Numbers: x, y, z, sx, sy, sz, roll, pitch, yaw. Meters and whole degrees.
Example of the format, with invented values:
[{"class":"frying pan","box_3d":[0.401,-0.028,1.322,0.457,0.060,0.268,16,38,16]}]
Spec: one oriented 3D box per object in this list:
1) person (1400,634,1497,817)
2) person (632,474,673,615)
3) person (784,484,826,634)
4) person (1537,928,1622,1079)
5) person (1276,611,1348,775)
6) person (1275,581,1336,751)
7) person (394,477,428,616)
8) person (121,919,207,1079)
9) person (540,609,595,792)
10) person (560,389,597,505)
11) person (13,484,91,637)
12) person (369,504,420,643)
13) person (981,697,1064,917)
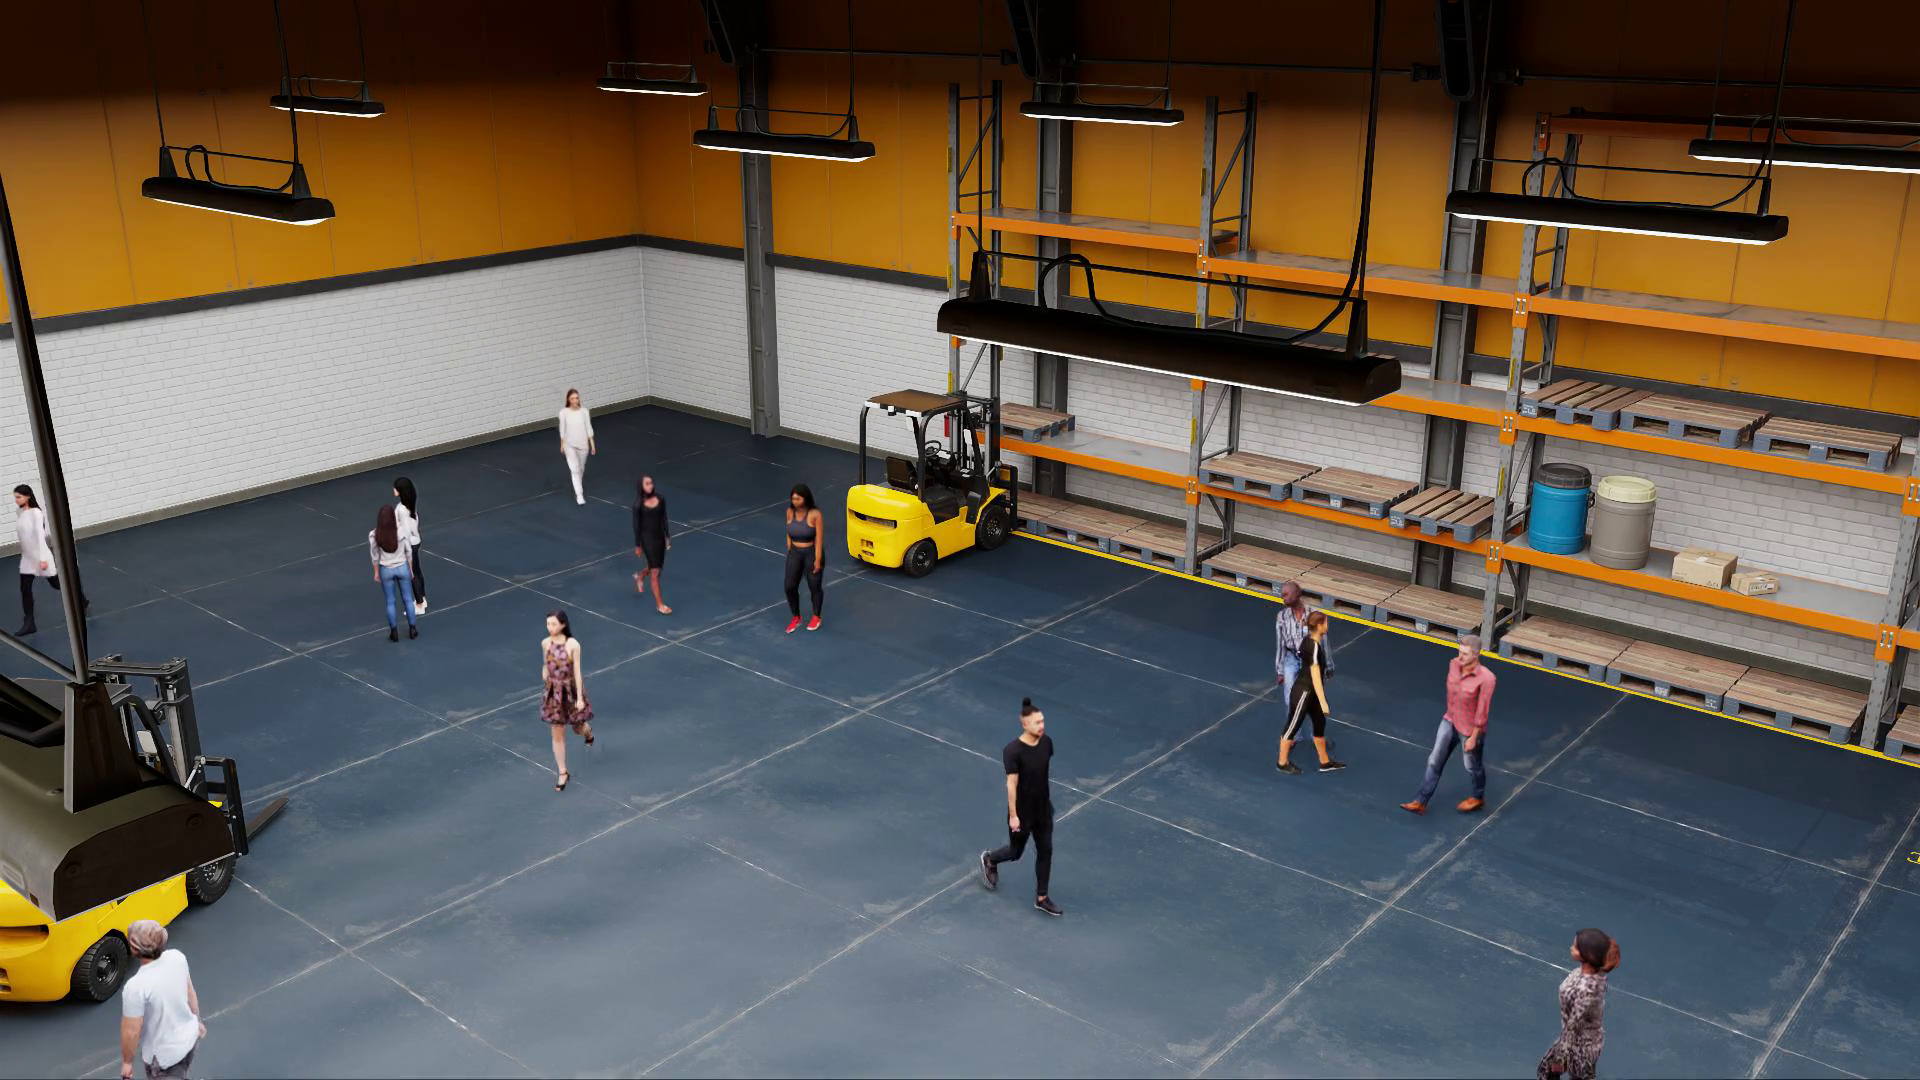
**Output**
[{"class":"person","box_3d":[4.645,1.681,15.062,1.014,1.788,1.194,-10,21,-27]},{"class":"person","box_3d":[-3.771,0.015,20.143,1.012,1.703,0.614,16,25,40]},{"class":"person","box_3d":[-1.763,0.176,19.517,0.766,1.797,0.850,6,20,18]},{"class":"person","box_3d":[4.029,3.249,10.553,0.803,1.695,0.671,10,21,27]},{"class":"person","box_3d":[3.232,1.463,15.933,0.994,1.645,0.832,7,20,19]},{"class":"person","box_3d":[3.398,1.273,16.343,0.750,1.745,0.940,1,19,3]},{"class":"person","box_3d":[-6.626,0.059,20.016,0.765,1.700,0.692,-3,19,-8]},{"class":"person","box_3d":[-4.896,3.215,10.460,0.878,1.817,0.831,5,19,13]},{"class":"person","box_3d":[-3.692,1.474,15.728,1.032,1.755,0.978,4,19,12]},{"class":"person","box_3d":[-5.654,-1.401,24.434,0.924,1.647,1.176,-9,20,-24]},{"class":"person","box_3d":[-10.710,0.199,19.495,1.188,1.769,0.889,9,20,24]},{"class":"person","box_3d":[-6.523,0.374,19.189,0.673,1.632,0.674,-7,20,-19]},{"class":"person","box_3d":[0.499,2.148,13.598,0.820,1.839,1.134,-15,24,-37]}]
